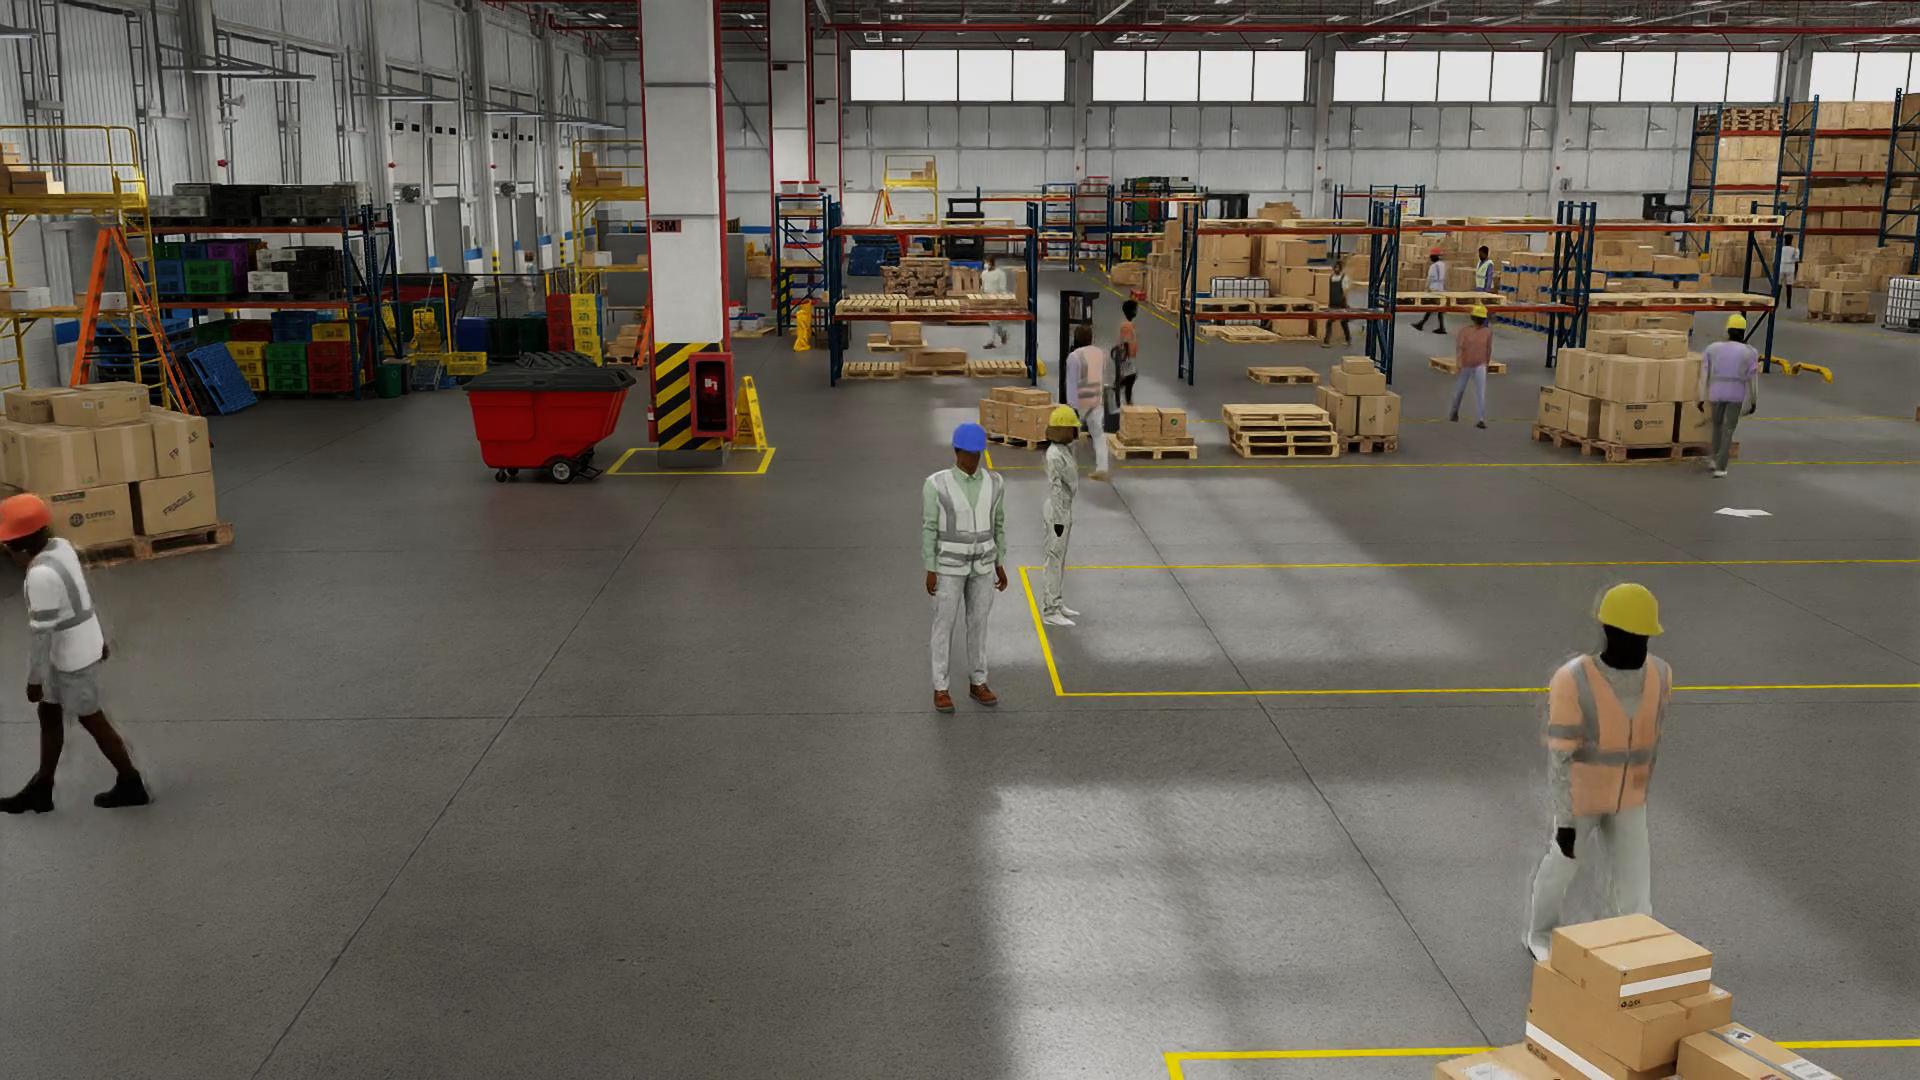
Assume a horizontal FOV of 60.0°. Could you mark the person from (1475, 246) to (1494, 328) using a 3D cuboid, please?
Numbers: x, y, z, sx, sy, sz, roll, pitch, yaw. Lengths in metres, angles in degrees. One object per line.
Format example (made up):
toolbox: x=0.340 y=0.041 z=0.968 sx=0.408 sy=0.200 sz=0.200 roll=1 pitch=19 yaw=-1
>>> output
person: x=11.803 y=-5.664 z=37.495 sx=0.391 sy=1.915 sz=0.587 roll=-2 pitch=13 yaw=-9

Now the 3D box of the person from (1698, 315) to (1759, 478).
person: x=9.128 y=-1.713 z=19.684 sx=0.613 sy=1.893 sz=0.871 roll=10 pitch=16 yaw=38

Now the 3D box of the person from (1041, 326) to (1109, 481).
person: x=1.394 y=-1.606 z=19.438 sx=0.652 sy=1.791 sz=0.974 roll=-11 pitch=17 yaw=-41

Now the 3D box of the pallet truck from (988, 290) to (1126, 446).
pallet truck: x=1.257 y=-2.299 z=22.111 sx=1.885 sy=1.965 sz=0.823 roll=-9 pitch=15 yaw=-35

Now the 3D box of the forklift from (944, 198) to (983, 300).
forklift: x=0.137 y=-8.217 z=46.819 sx=1.129 sy=2.768 sz=1.873 roll=1 pitch=13 yaw=3

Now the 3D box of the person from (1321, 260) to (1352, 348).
person: x=7.761 y=-4.831 z=34.011 sx=0.511 sy=1.805 sz=0.936 roll=12 pitch=17 yaw=43

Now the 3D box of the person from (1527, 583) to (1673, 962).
person: x=2.761 y=1.096 z=7.072 sx=0.603 sy=1.867 sz=1.017 roll=-3 pitch=13 yaw=-11

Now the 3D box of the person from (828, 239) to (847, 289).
person: x=-3.817 y=-8.612 z=50.925 sx=0.694 sy=1.867 sz=0.584 roll=-8 pitch=15 yaw=-33

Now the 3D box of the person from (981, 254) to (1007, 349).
person: x=0.707 y=-4.870 z=33.929 sx=0.649 sy=1.909 sz=0.789 roll=11 pitch=17 yaw=41

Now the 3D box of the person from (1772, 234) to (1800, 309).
person: x=21.612 y=-7.031 z=43.546 sx=0.612 sy=1.964 sz=0.364 roll=5 pitch=14 yaw=23

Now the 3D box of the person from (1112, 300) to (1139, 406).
person: x=2.476 y=-2.759 z=24.899 sx=0.477 sy=1.678 sz=0.542 roll=3 pitch=13 yaw=12

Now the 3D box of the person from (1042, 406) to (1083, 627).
person: x=0.816 y=-0.195 z=13.193 sx=0.297 sy=1.744 sz=0.487 roll=3 pitch=13 yaw=11

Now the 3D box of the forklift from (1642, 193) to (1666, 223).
forklift: x=23.749 y=-10.513 z=57.188 sx=1.129 sy=2.768 sz=1.873 roll=-10 pitch=16 yaw=-37

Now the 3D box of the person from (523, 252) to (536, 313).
person: x=-10.498 y=-6.210 z=40.608 sx=0.313 sy=1.631 sz=0.516 roll=-8 pitch=15 yaw=-33

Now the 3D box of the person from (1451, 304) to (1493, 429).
person: x=7.236 y=-2.480 z=23.536 sx=0.529 sy=1.730 sz=0.859 roll=0 pitch=12 yaw=-1

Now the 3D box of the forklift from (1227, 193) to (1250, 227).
forklift: x=9.411 y=-10.335 z=56.383 sx=1.873 sy=2.768 sz=1.129 roll=11 pitch=16 yaw=40

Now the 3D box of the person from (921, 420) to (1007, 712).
person: x=0.034 y=0.168 z=11.081 sx=0.603 sy=1.950 sz=0.386 roll=-5 pitch=14 yaw=-23

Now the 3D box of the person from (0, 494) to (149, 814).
person: x=-4.988 y=0.638 z=9.129 sx=0.854 sy=1.871 sz=0.628 roll=-5 pitch=14 yaw=-23

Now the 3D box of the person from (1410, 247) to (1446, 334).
person: x=10.467 y=-5.552 z=37.026 sx=0.949 sy=1.891 sz=0.574 roll=10 pitch=16 yaw=39
